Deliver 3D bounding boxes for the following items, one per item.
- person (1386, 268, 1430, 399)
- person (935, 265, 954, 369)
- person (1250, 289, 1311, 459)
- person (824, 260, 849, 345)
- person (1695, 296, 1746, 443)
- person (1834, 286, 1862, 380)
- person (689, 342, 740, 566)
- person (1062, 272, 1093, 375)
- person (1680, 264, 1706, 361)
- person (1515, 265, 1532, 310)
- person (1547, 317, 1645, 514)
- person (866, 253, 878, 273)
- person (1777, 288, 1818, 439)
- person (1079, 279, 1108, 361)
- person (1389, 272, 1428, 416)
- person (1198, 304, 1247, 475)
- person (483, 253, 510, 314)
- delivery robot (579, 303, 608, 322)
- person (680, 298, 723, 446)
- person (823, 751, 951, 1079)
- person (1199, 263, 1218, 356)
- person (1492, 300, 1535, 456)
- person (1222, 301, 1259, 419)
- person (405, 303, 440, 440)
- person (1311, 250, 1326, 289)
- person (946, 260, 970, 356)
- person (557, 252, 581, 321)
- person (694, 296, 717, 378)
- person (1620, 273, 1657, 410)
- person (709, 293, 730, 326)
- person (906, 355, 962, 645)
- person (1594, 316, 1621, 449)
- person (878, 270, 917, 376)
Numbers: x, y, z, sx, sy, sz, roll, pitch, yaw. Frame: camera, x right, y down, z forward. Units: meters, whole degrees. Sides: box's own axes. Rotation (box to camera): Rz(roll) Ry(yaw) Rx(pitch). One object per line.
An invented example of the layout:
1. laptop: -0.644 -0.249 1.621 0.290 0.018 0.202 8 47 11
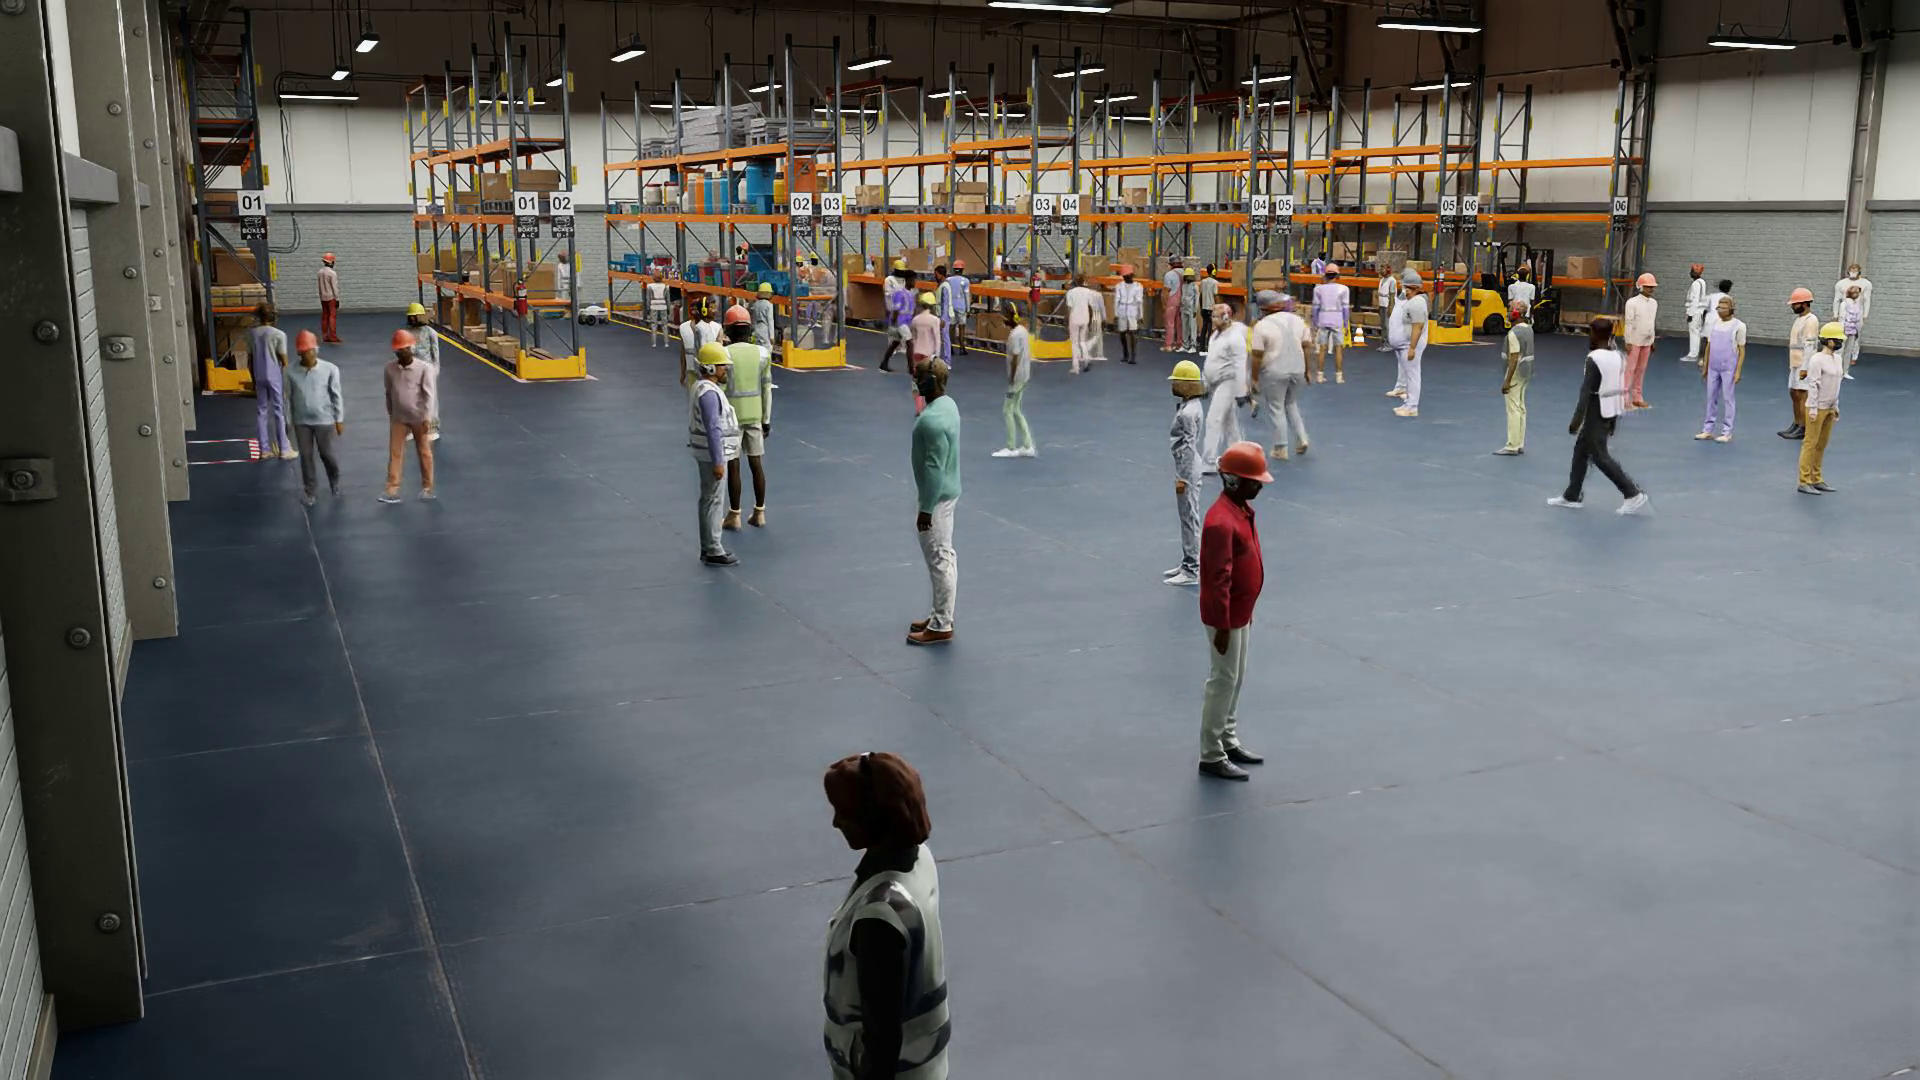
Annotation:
1. person: 6.941 -3.216 25.876 0.536 2.000 0.677 -3 12 -15
2. person: -0.304 -4.111 30.740 0.391 1.919 0.587 -1 11 -6
3. person: 3.723 -1.983 19.608 0.721 2.000 0.624 -5 12 -23
4. person: -2.714 -5.202 36.446 0.409 1.872 0.745 -8 14 -36
5. person: 9.601 -2.147 20.946 0.324 1.842 0.516 -7 13 -32
6. person: 15.371 -3.584 28.797 0.520 1.632 0.321 -6 13 -29
7. person: -2.007 -0.703 13.631 0.404 1.831 0.600 -3 12 -16
8. person: 2.097 -3.869 29.747 0.524 1.830 0.410 -5 12 -25
9. person: 14.299 -4.418 32.390 0.356 1.883 0.573 7 13 33
10. person: 10.773 -4.328 31.926 0.344 1.882 0.584 1 11 5
11. person: 6.207 -1.203 16.051 0.921 1.887 0.600 9 14 38
12. person: -2.415 -7.255 47.163 0.585 1.737 0.377 -5 12 -24
13. person: 10.730 -2.252 21.289 0.390 1.924 0.548 2 11 9
14. person: 2.597 -4.250 32.251 0.723 1.600 0.523 -5 12 -25
15. person: 6.376 -2.784 23.678 0.537 2.000 0.674 3 11 13
16. person: 2.803 -1.654 18.357 0.864 1.874 0.642 -2 11 -11
17. person: -13.227 -7.298 47.368 0.657 1.741 0.533 1 11 6
18. delivery robot: -9.437 -5.865 42.886 0.707 0.478 0.477 -10 15 -42
19. person: -3.178 -2.062 20.543 0.566 1.839 0.392 3 12 15
20. person: -0.173 1.290 4.002 0.308 1.640 0.511 1 11 5
21. person: 5.028 -4.625 33.473 0.309 1.868 0.535 -7 13 -32
22. person: 6.624 -1.922 19.795 0.382 1.845 0.571 8 14 34
23. person: 3.816 -2.460 22.962 0.548 1.671 0.700 -7 13 -30
24. person: -6.871 -2.140 21.166 0.493 1.743 0.301 2 11 10
25. person: 10.199 -7.265 46.960 0.633 1.841 0.429 -6 13 -29
26. person: -0.033 -4.705 33.735 0.546 1.928 0.384 5 12 23
27. person: -10.365 -6.702 44.094 0.668 1.853 0.351 2 11 11
28. person: -3.075 -2.034 20.306 0.321 1.871 0.532 -1 11 -7
29. person: 9.991 -2.906 24.413 0.609 1.996 0.383 -6 13 -28
30. person: -6.078 -6.269 42.237 0.496 1.708 0.836 -6 13 -29
31. person: -0.177 -0.266 11.143 0.372 1.940 0.632 1 11 5
32. person: 7.820 -1.903 20.231 0.311 1.636 0.523 8 14 37
33. person: -1.090 -3.870 29.611 0.939 1.902 0.641 3 12 15
